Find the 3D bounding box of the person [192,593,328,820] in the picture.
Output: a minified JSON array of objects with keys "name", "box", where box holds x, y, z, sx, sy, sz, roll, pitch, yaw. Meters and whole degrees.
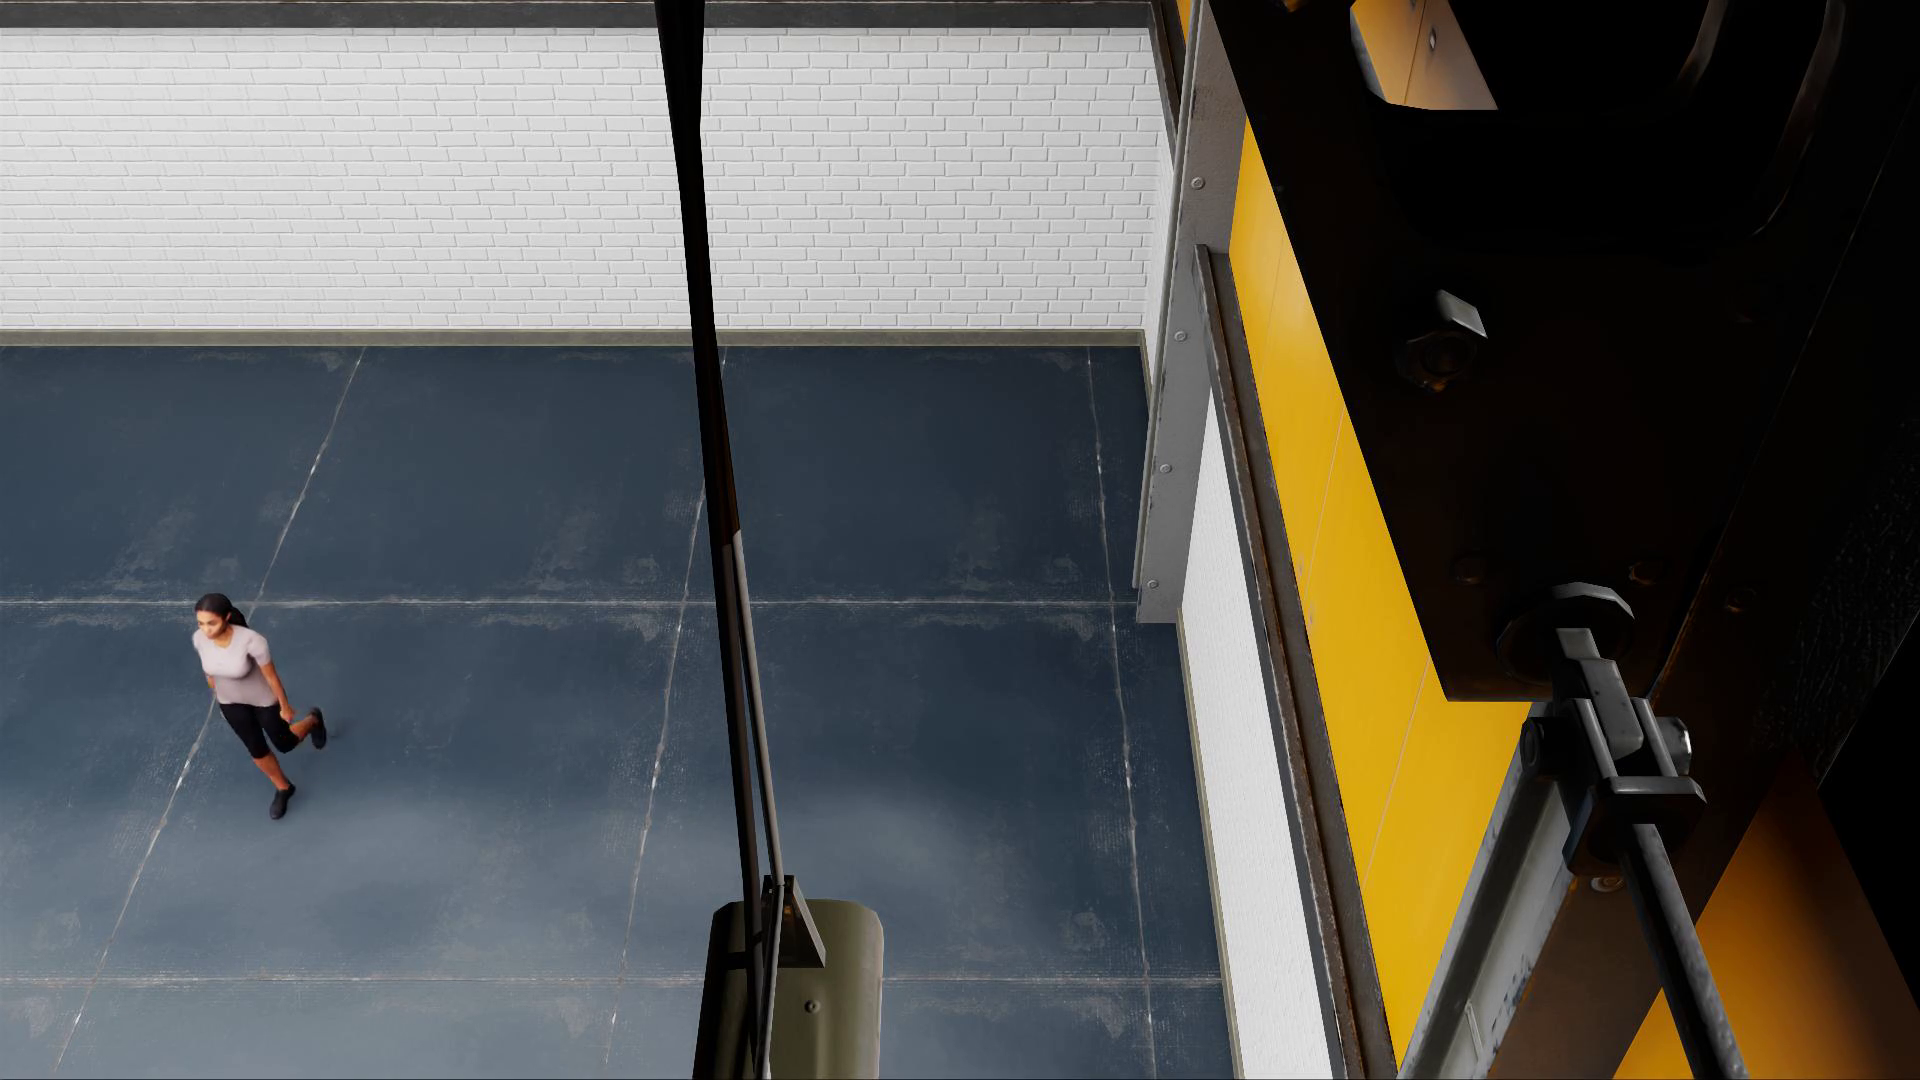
[{"name":"person","box":[-4.176,0.899,9.913,0.664,1.734,0.928,5,44,5]}]
